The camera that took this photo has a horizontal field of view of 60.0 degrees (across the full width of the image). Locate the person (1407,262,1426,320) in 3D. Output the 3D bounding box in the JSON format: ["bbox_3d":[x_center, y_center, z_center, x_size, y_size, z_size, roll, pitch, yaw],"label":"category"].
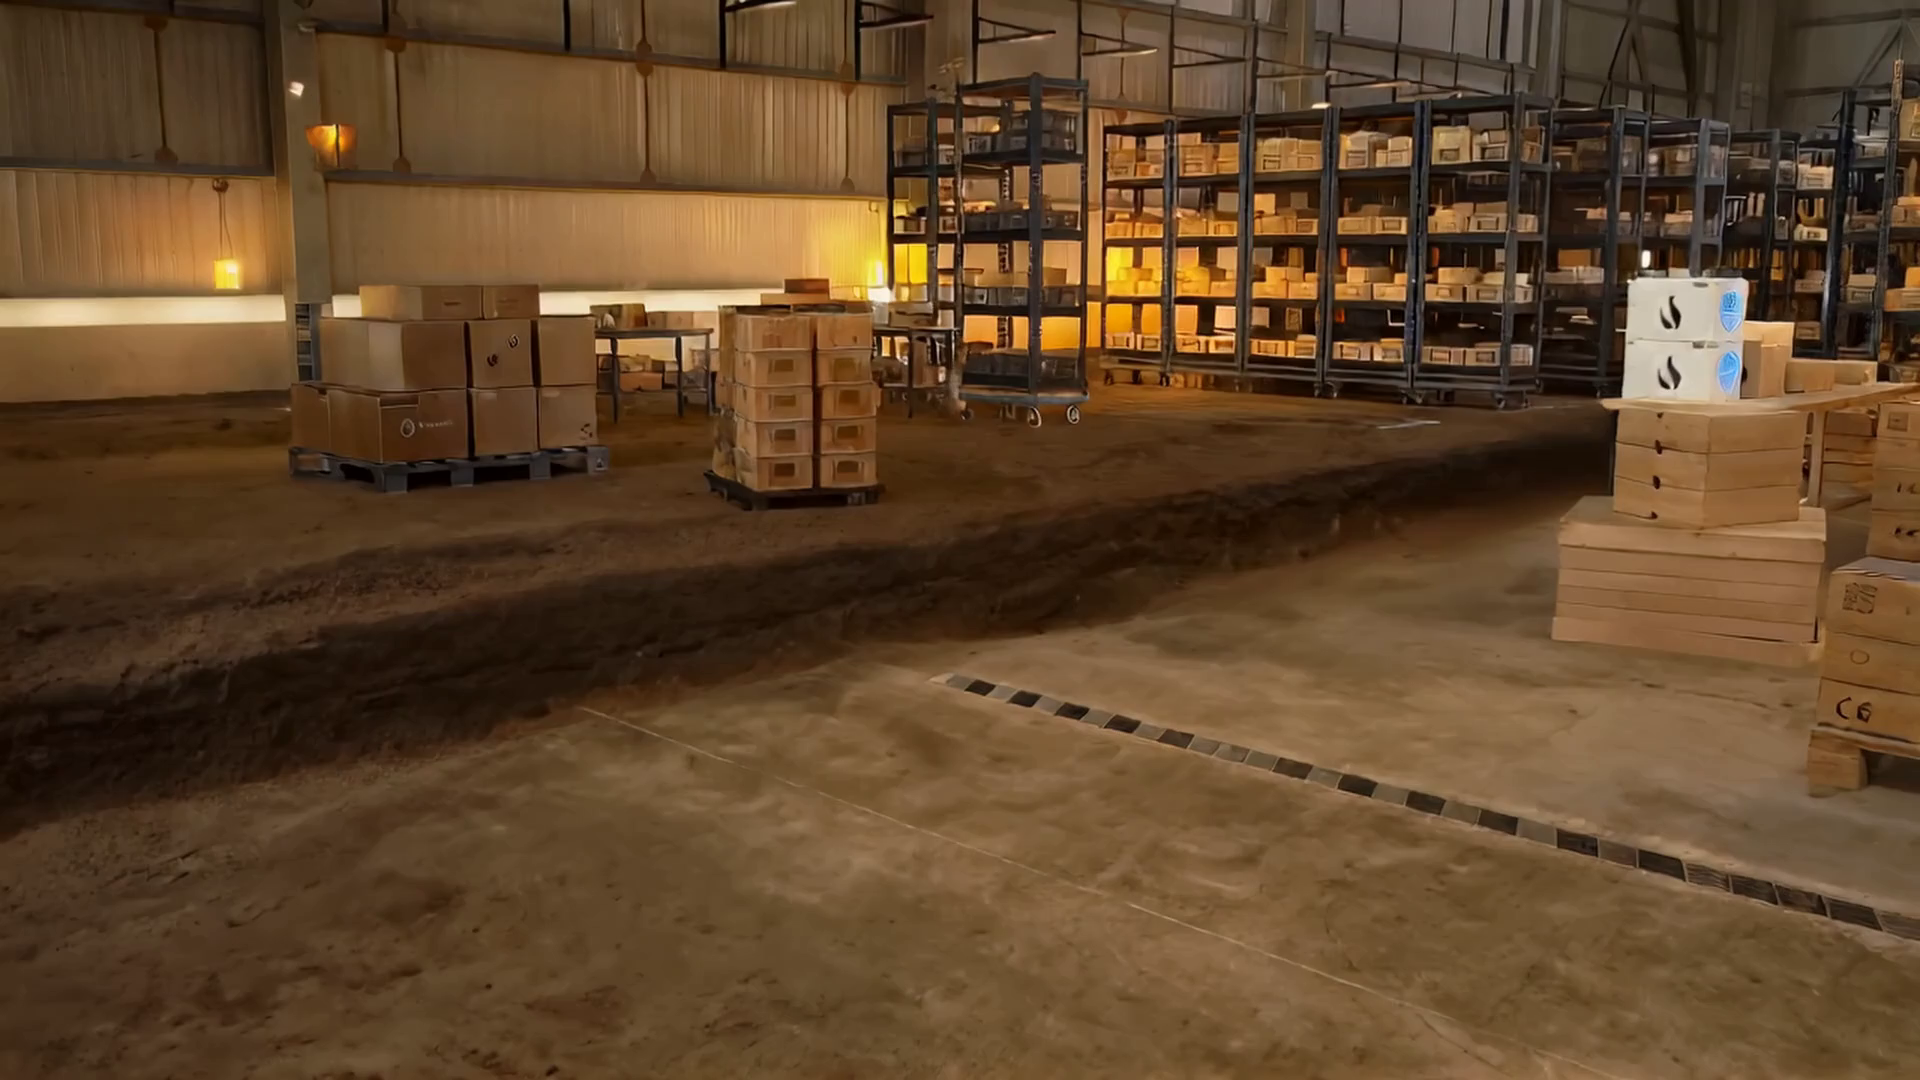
[{"bbox_3d":[8.863,-4.614,32.526,0.565,1.832,0.382,0,9,-2],"label":"person"}]

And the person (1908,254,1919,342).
[{"bbox_3d":[13.710,-3.207,24.049,0.404,1.830,0.600,5,11,27],"label":"person"}]

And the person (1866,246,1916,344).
[{"bbox_3d":[13.131,-3.155,23.417,0.636,1.939,1.044,6,11,32],"label":"person"}]
